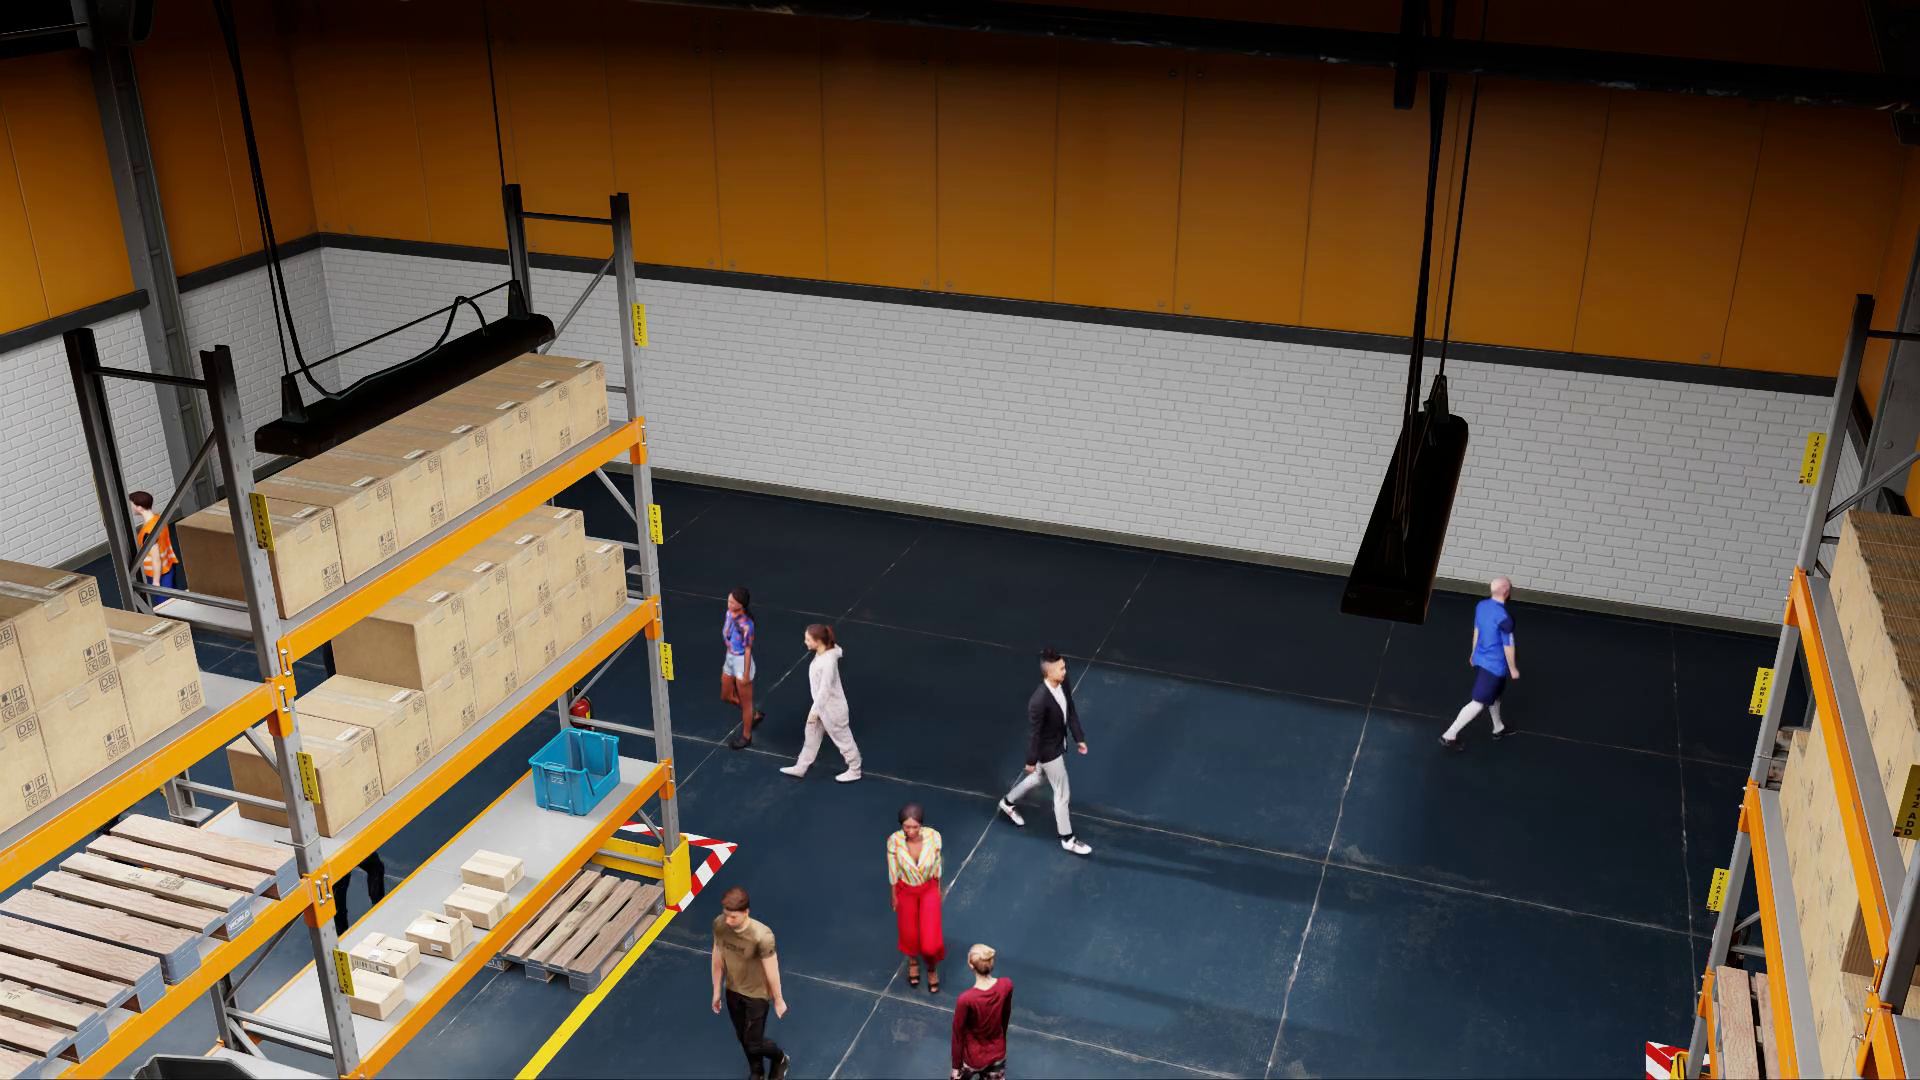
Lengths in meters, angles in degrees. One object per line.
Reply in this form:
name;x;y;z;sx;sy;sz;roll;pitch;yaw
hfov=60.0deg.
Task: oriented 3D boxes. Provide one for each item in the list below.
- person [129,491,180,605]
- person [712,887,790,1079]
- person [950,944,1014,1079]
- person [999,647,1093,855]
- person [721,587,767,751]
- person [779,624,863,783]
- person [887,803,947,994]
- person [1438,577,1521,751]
person;-8.700;0.338;18.125;0.854;1.880;0.768;-7;25;-15
person;-1.438;3.142;11.776;0.744;1.827;0.791;14;27;29
person;0.185;3.476;11.177;0.757;1.694;0.820;-11;26;-23
person;0.710;1.790;14.762;0.869;1.914;1.214;12;26;26
person;-2.076;1.228;16.270;0.827;1.735;0.764;-18;29;-35
person;-1.129;1.554;15.634;1.050;1.647;1.043;-7;25;-17
person;-0.318;2.728;12.801;0.771;1.766;0.889;-4;24;-10
person;5.085;1.240;16.154;1.142;1.806;1.214;-5;24;-11
